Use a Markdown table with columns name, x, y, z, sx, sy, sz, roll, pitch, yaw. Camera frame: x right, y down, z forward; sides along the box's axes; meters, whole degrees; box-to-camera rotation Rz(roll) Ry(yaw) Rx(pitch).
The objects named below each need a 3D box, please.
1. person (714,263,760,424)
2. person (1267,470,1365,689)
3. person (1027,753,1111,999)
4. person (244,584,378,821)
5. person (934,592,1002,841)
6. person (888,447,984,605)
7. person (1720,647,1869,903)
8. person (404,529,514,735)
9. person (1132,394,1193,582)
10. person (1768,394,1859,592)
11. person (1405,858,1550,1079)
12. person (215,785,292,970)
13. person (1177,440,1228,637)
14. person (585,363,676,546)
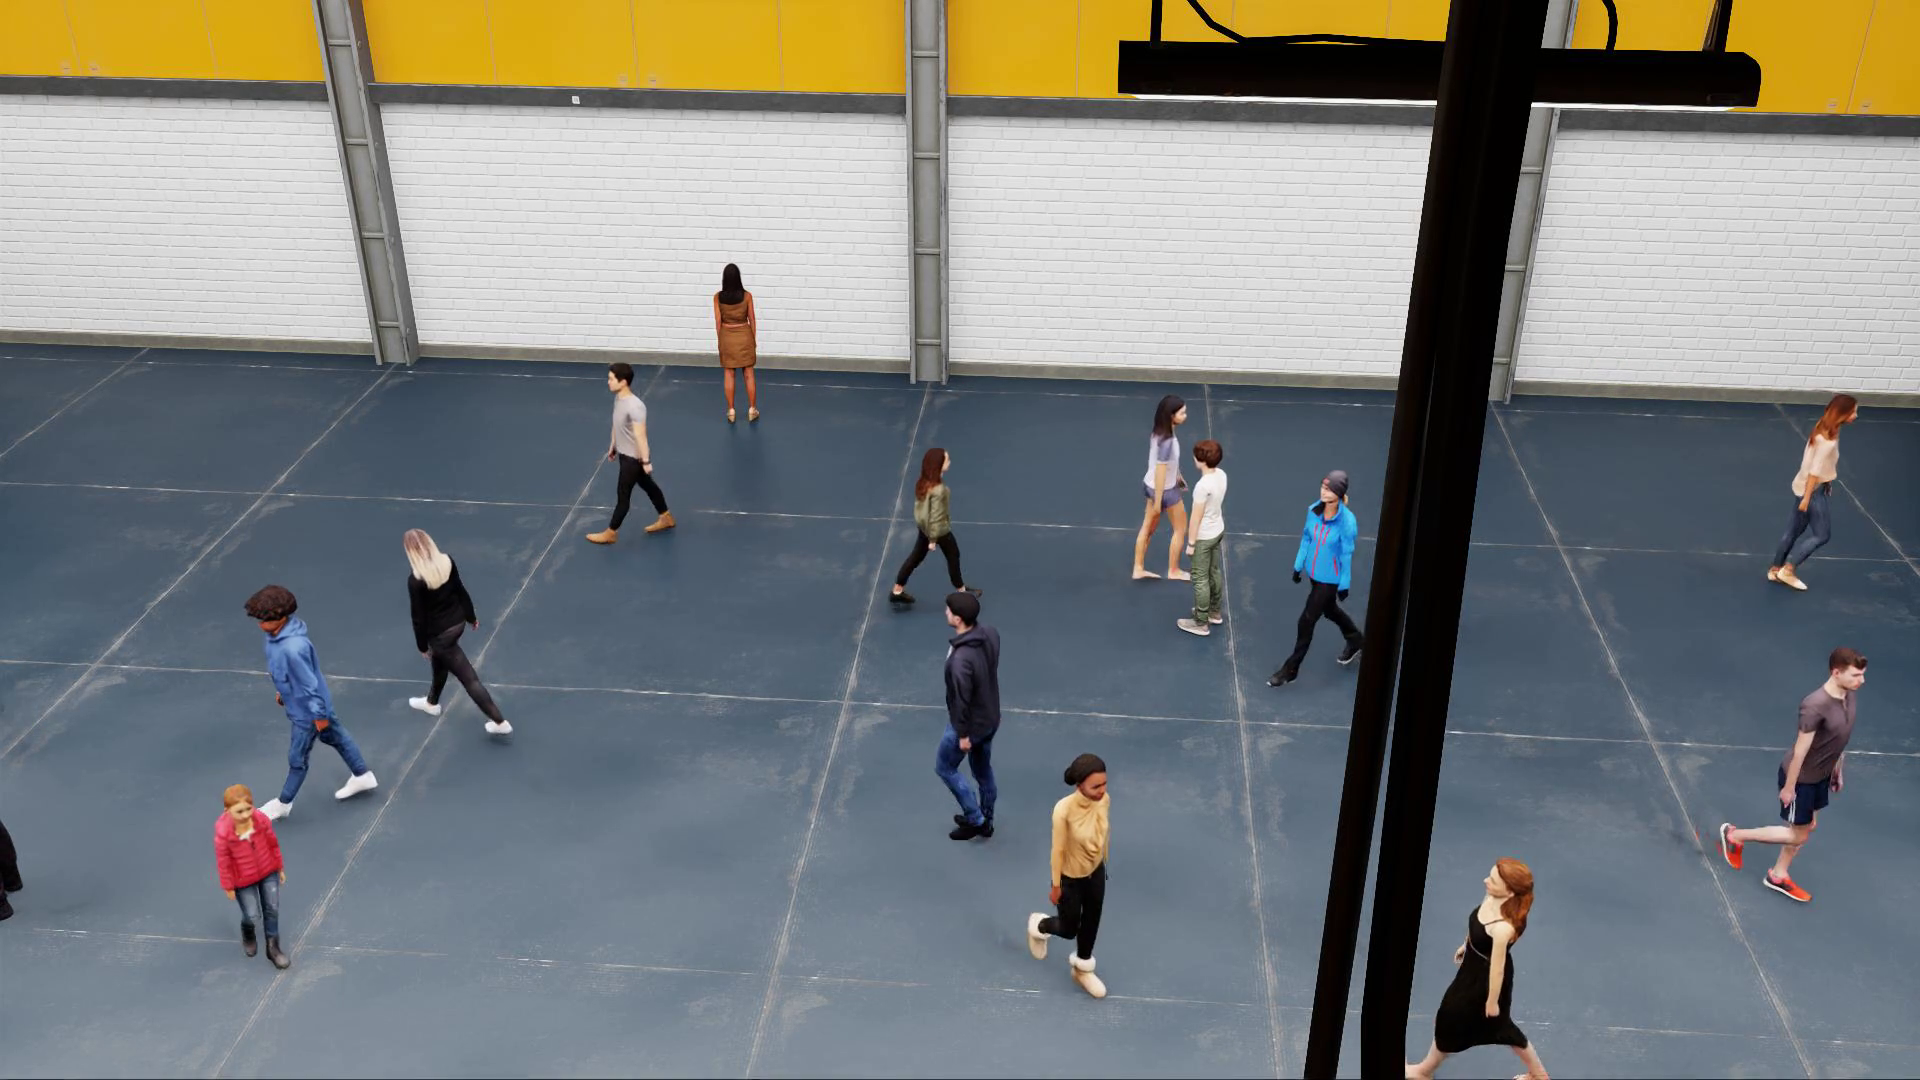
| name | x | y | z | sx | sy | sz | roll | pitch | yaw |
| --- | --- | --- | --- | --- | --- | --- | --- | --- | --- |
| person | -2.268 | -2.003 | 16.884 | 0.505 | 1.690 | 0.657 | -3 | 29 | -6 |
| person | 2.839 | 0.282 | 12.623 | 1.263 | 1.759 | 1.034 | -13 | 31 | -22 |
| person | 0.643 | 1.920 | 9.738 | 0.887 | 1.646 | 0.924 | -18 | 34 | -30 |
| person | -4.319 | 1.056 | 11.197 | 1.207 | 1.766 | 1.099 | -17 | 33 | -29 |
| person | 0.166 | 1.188 | 10.838 | 0.789 | 1.878 | 0.788 | 16 | 32 | 26 |
| person | -0.290 | -0.074 | 13.612 | 1.096 | 1.436 | 0.851 | -9 | 30 | -17 |
| person | 5.247 | 1.427 | 10.440 | 0.920 | 1.840 | 0.972 | -19 | 34 | -30 |
| person | -3.615 | 0.727 | 11.949 | 1.268 | 1.624 | 0.917 | 13 | 31 | 22 |
| person | 1.608 | -0.418 | 13.956 | 0.800 | 1.711 | 0.652 | -2 | 29 | -4 |
| person | 7.010 | -0.424 | 13.900 | 0.694 | 1.776 | 0.681 | 11 | 30 | 19 |
| person | 2.931 | 2.379 | 8.949 | 1.121 | 1.595 | 0.726 | 9 | 30 | 15 |
| person | -4.258 | 1.987 | 9.971 | 0.675 | 1.306 | 0.740 | -25 | 37 | -37 |
| person | 1.976 | -0.036 | 13.318 | 0.666 | 1.650 | 0.640 | 17 | 33 | 29 |
| person | -2.791 | -0.768 | 14.629 | 1.160 | 1.681 | 0.958 | -13 | 31 | -22 |
